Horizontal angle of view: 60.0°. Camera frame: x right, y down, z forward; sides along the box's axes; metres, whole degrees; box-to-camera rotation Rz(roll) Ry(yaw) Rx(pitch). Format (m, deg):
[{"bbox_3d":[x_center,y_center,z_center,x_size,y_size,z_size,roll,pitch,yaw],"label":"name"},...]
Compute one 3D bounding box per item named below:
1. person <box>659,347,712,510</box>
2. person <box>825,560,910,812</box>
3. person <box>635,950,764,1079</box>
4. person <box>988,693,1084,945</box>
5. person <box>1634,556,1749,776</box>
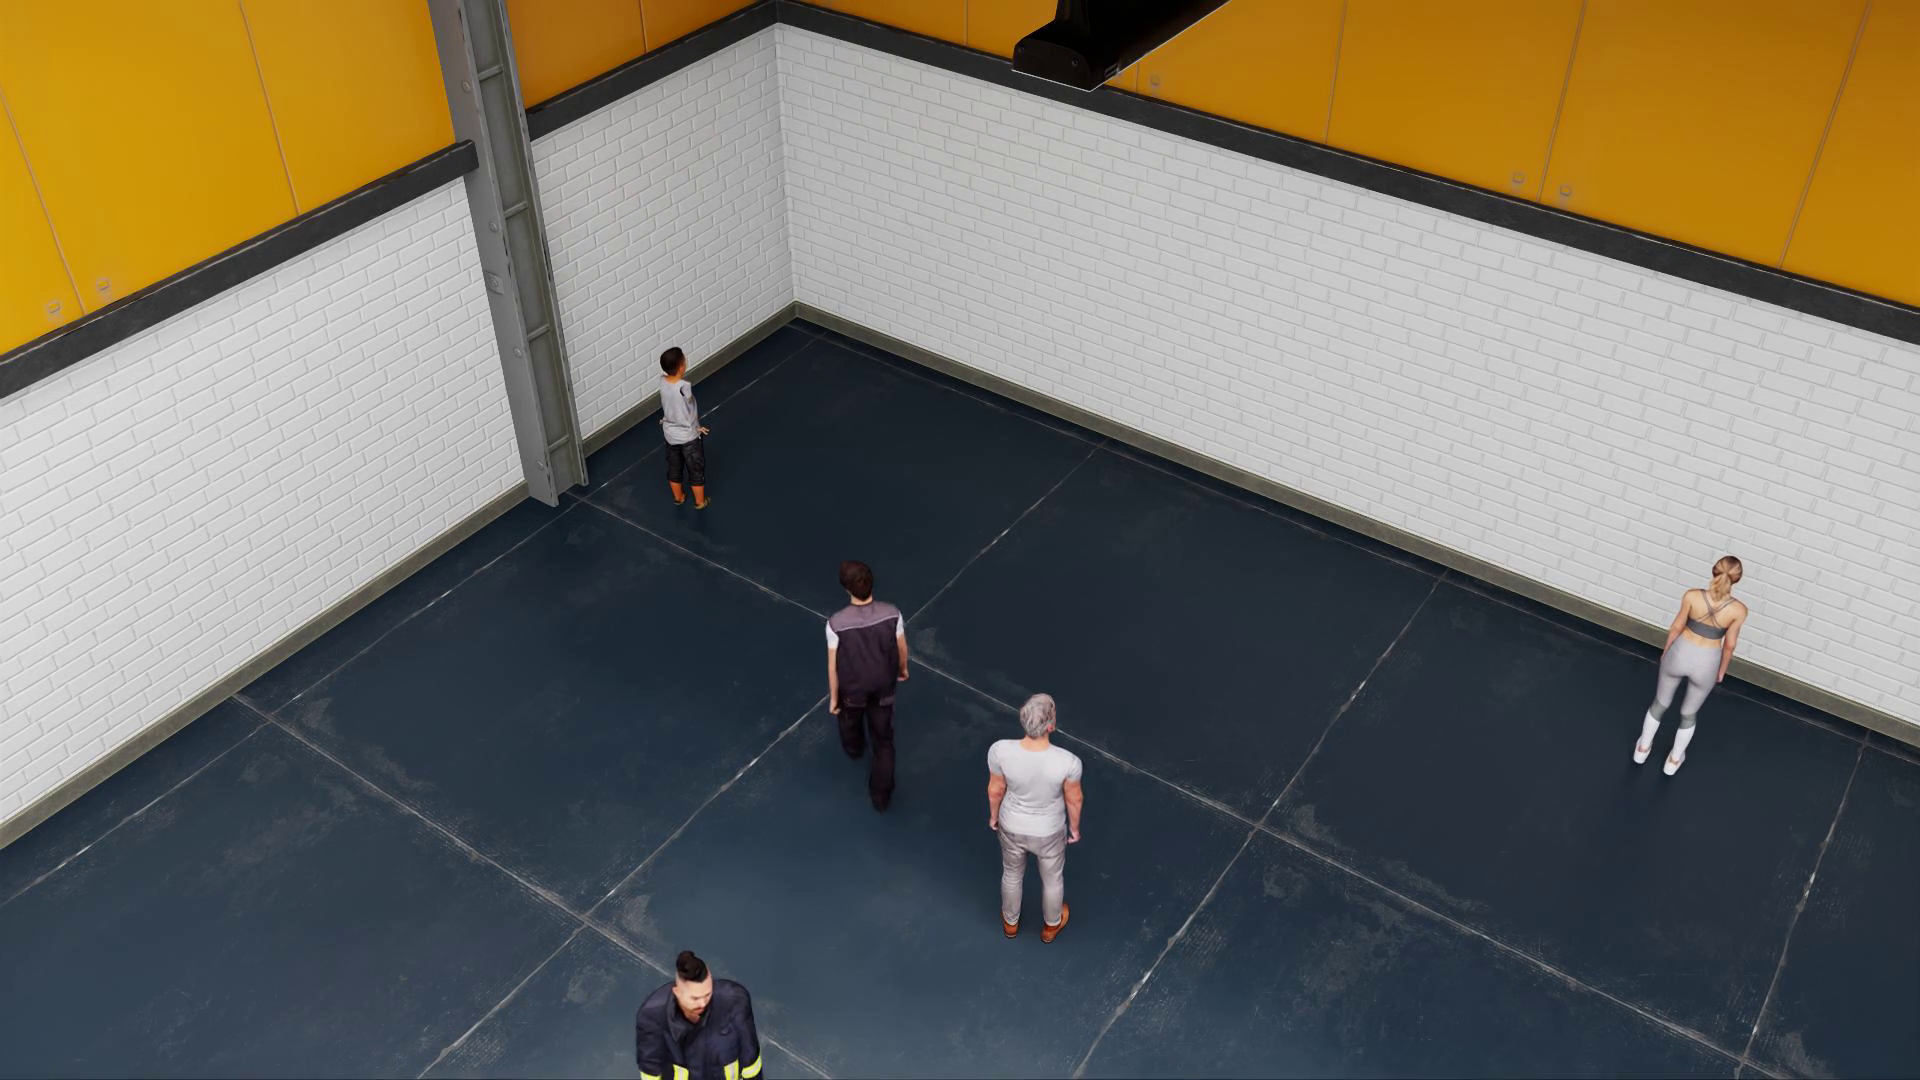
[{"bbox_3d":[-2.154,-0.896,12.834,0.625,1.455,0.560,14,41,17],"label":"person"},{"bbox_3d":[-0.549,0.958,10.222,1.064,1.818,1.099,-9,39,-11],"label":"person"},{"bbox_3d":[-1.260,2.550,8.202,1.020,1.851,1.079,-6,39,-7],"label":"person"},{"bbox_3d":[0.414,1.599,9.413,0.758,1.827,0.696,8,39,10],"label":"person"},{"bbox_3d":[4.629,0.789,10.526,0.564,1.703,0.539,18,42,22],"label":"person"}]
